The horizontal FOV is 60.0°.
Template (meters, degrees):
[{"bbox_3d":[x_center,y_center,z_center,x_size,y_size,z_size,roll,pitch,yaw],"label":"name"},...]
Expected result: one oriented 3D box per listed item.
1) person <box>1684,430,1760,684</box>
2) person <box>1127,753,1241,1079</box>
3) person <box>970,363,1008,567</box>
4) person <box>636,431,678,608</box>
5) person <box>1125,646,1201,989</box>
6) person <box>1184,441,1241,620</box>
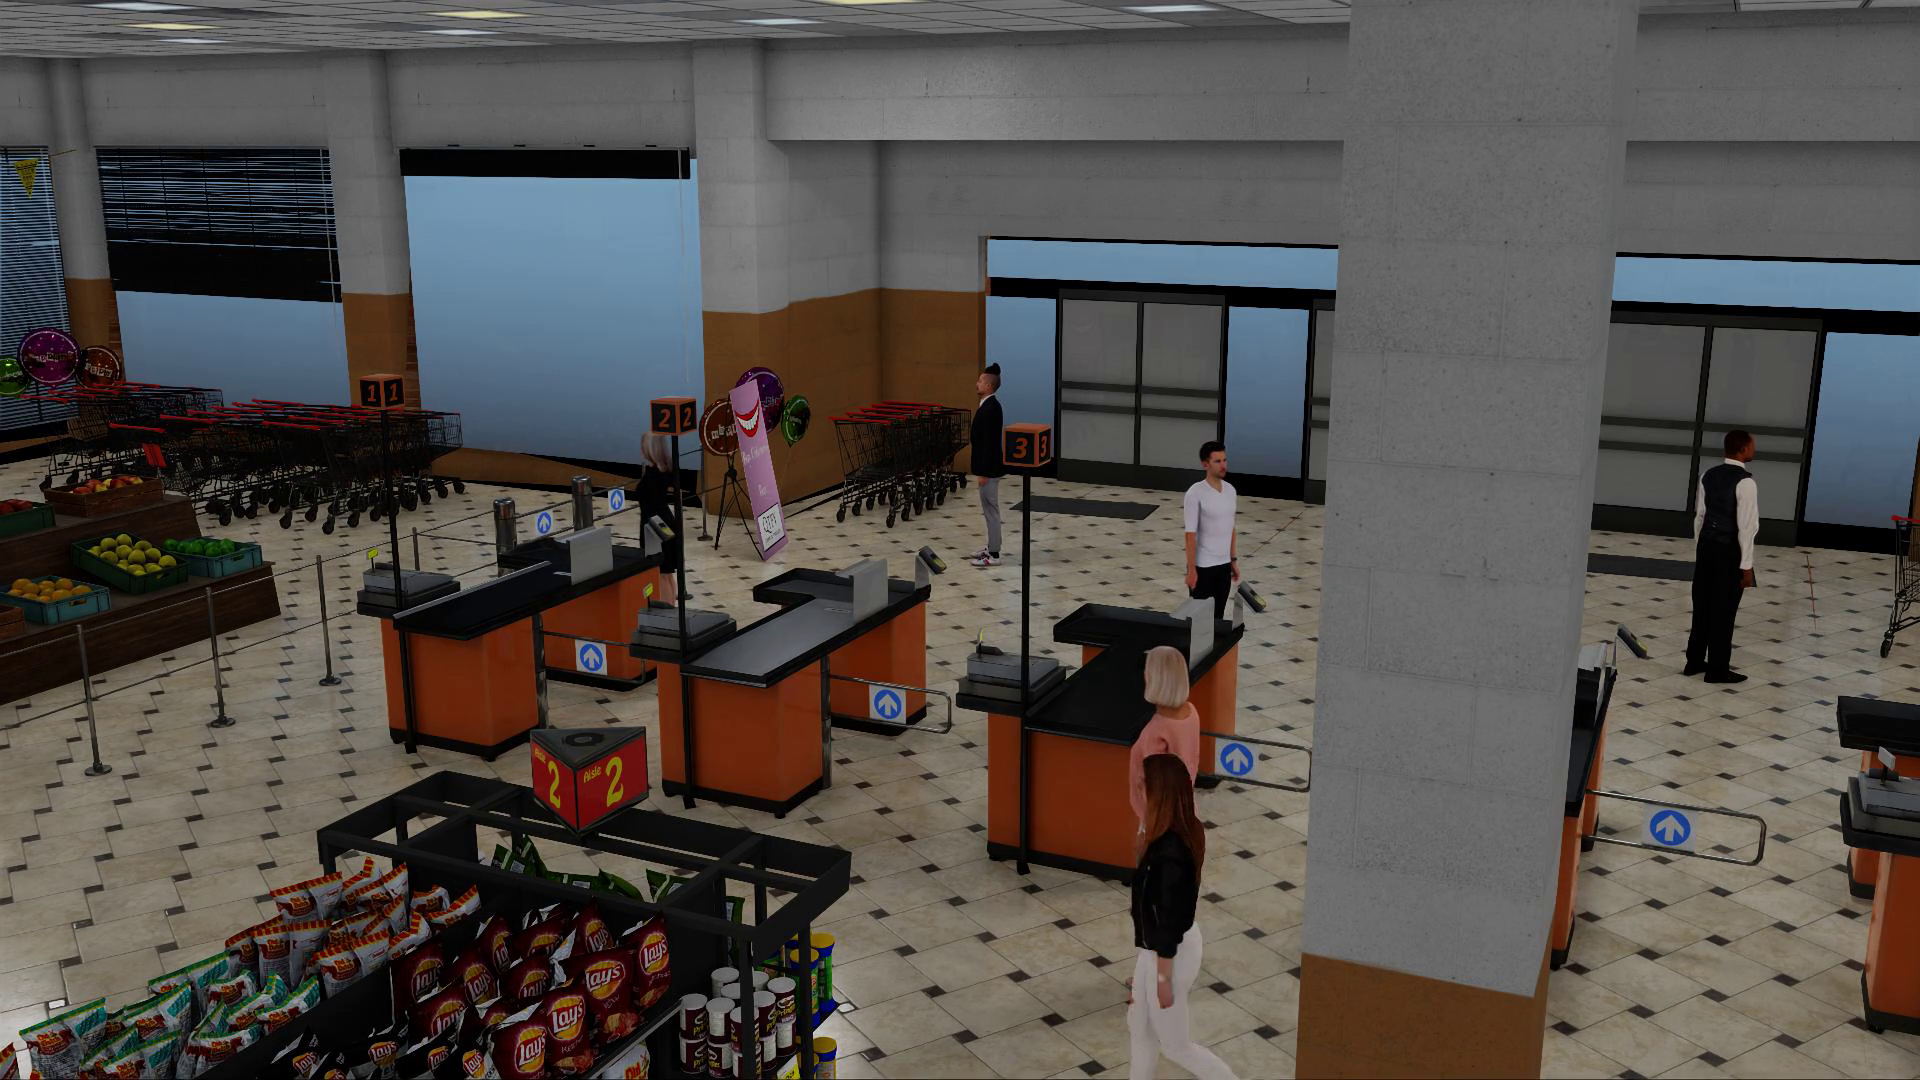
[{"bbox_3d":[5.761,0.112,12.572,0.834,1.917,0.766,-5,14,-18],"label":"person"},{"bbox_3d":[0.919,1.676,6.638,0.793,1.674,1.024,3,14,13],"label":"person"},{"bbox_3d":[0.283,-0.732,15.984,0.849,1.948,0.691,0,14,2],"label":"person"},{"bbox_3d":[-2.459,-0.034,13.537,0.744,1.746,0.630,1,14,2],"label":"person"},{"bbox_3d":[0.989,1.334,7.944,0.685,1.725,0.501,9,16,33],"label":"person"},{"bbox_3d":[1.868,0.171,12.468,0.678,1.851,0.812,-10,17,-36],"label":"person"}]
